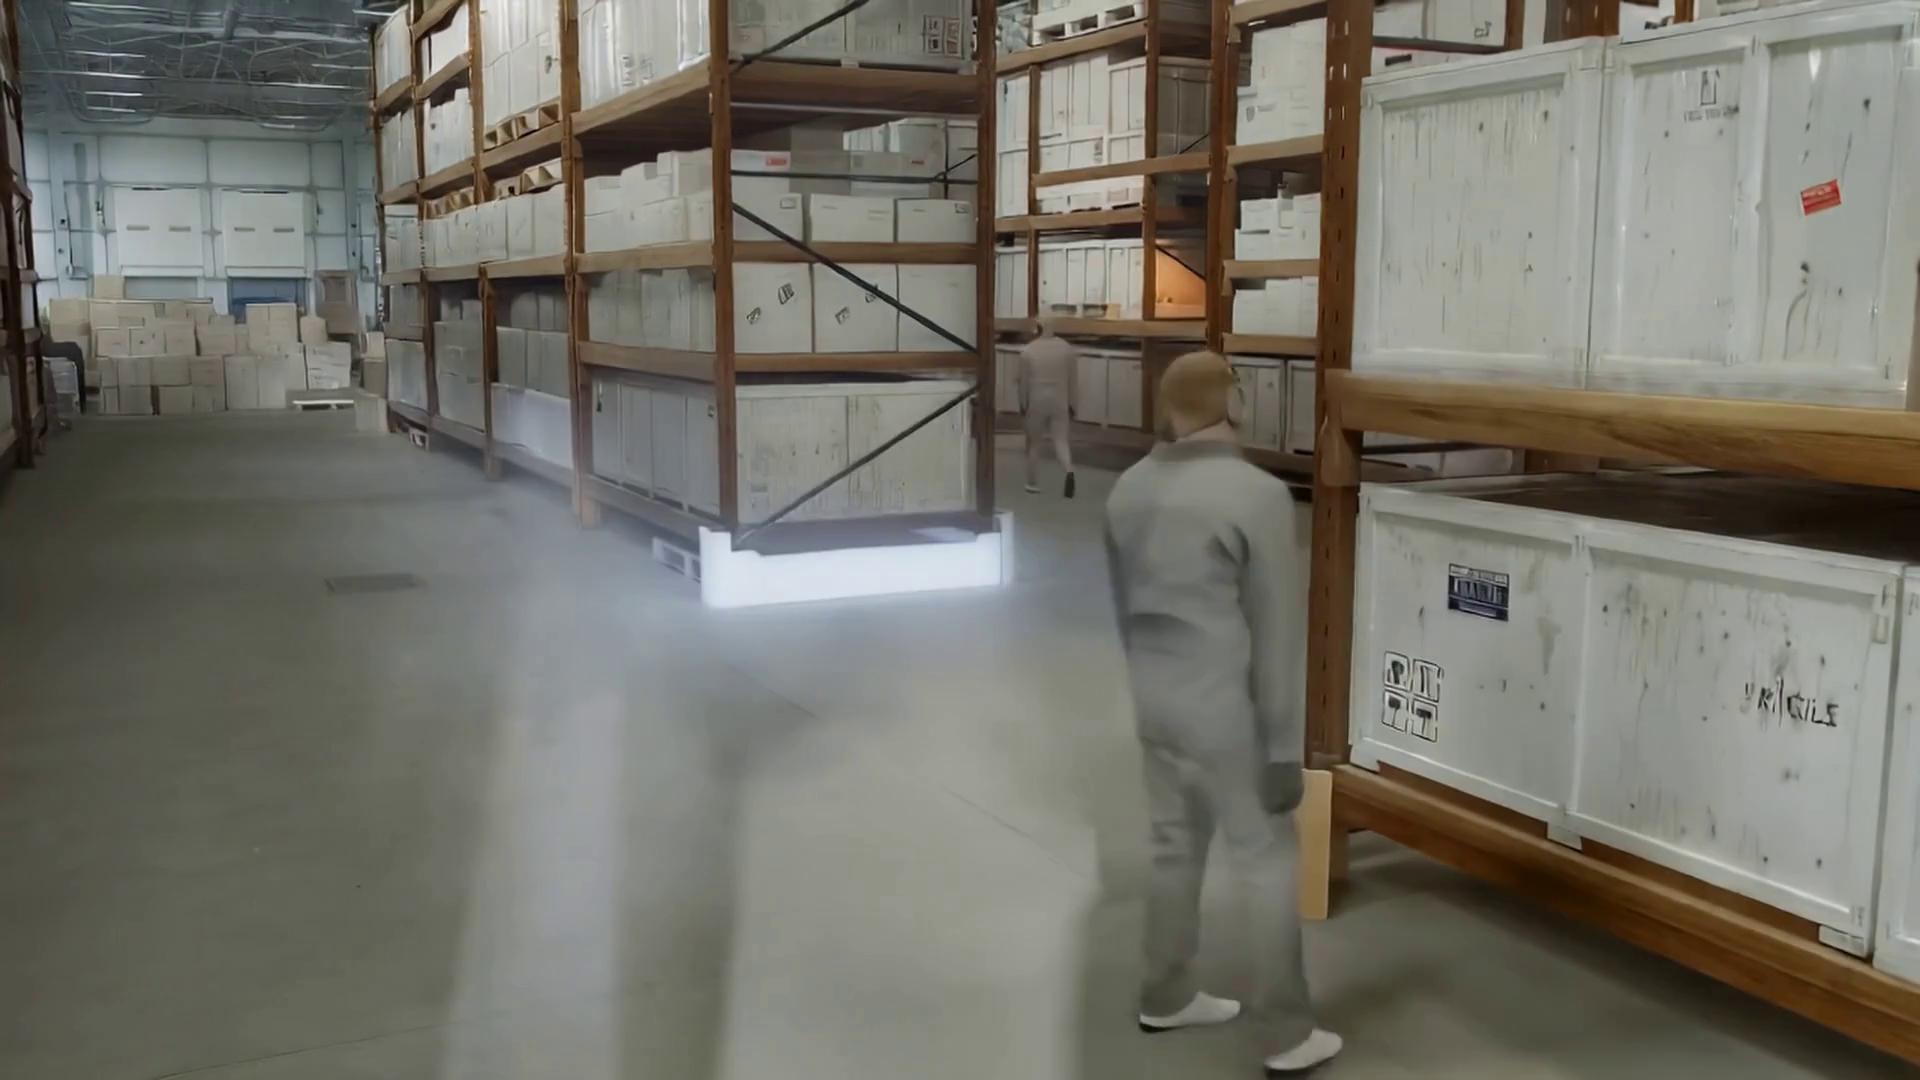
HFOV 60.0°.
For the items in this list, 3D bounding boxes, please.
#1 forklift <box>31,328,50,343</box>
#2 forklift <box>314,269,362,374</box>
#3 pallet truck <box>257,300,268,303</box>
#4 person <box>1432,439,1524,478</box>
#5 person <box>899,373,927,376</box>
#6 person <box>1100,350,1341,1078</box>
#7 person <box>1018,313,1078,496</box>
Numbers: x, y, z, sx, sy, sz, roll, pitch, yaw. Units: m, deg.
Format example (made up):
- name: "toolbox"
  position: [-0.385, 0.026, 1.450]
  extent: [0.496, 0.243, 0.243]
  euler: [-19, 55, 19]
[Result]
- name: "forklift"
  position: [-28.778, -6.719, 50.422]
  extent: [1.873, 2.768, 1.129]
  euler: [-3, 9, -19]
- name: "forklift"
  position: [-16.677, -5.853, 44.451]
  extent: [1.129, 2.768, 1.873]
  euler: [-2, 8, -12]
- name: "pallet truck"
  position: [-23.913, -7.404, 58.171]
  extent: [1.885, 1.965, 0.823]
  euler: [-1, 8, -9]
- name: "person"
  position: [2.995, -0.357, 9.512]
  extent: [0.607, 2.024, 0.610]
  euler: [5, 10, 33]
- name: "person"
  position: [-0.544, -1.088, 15.667]
  extent: [0.537, 1.692, 0.319]
  euler: [3, 9, 23]
- name: "person"
  position: [0.689, 0.444, 4.431]
  extent: [0.447, 1.897, 0.658]
  euler: [-6, 10, -36]
- name: "person"
  position: [0.917, -1.380, 17.052]
  extent: [0.651, 1.883, 0.813]
  euler: [-3, 9, -17]
